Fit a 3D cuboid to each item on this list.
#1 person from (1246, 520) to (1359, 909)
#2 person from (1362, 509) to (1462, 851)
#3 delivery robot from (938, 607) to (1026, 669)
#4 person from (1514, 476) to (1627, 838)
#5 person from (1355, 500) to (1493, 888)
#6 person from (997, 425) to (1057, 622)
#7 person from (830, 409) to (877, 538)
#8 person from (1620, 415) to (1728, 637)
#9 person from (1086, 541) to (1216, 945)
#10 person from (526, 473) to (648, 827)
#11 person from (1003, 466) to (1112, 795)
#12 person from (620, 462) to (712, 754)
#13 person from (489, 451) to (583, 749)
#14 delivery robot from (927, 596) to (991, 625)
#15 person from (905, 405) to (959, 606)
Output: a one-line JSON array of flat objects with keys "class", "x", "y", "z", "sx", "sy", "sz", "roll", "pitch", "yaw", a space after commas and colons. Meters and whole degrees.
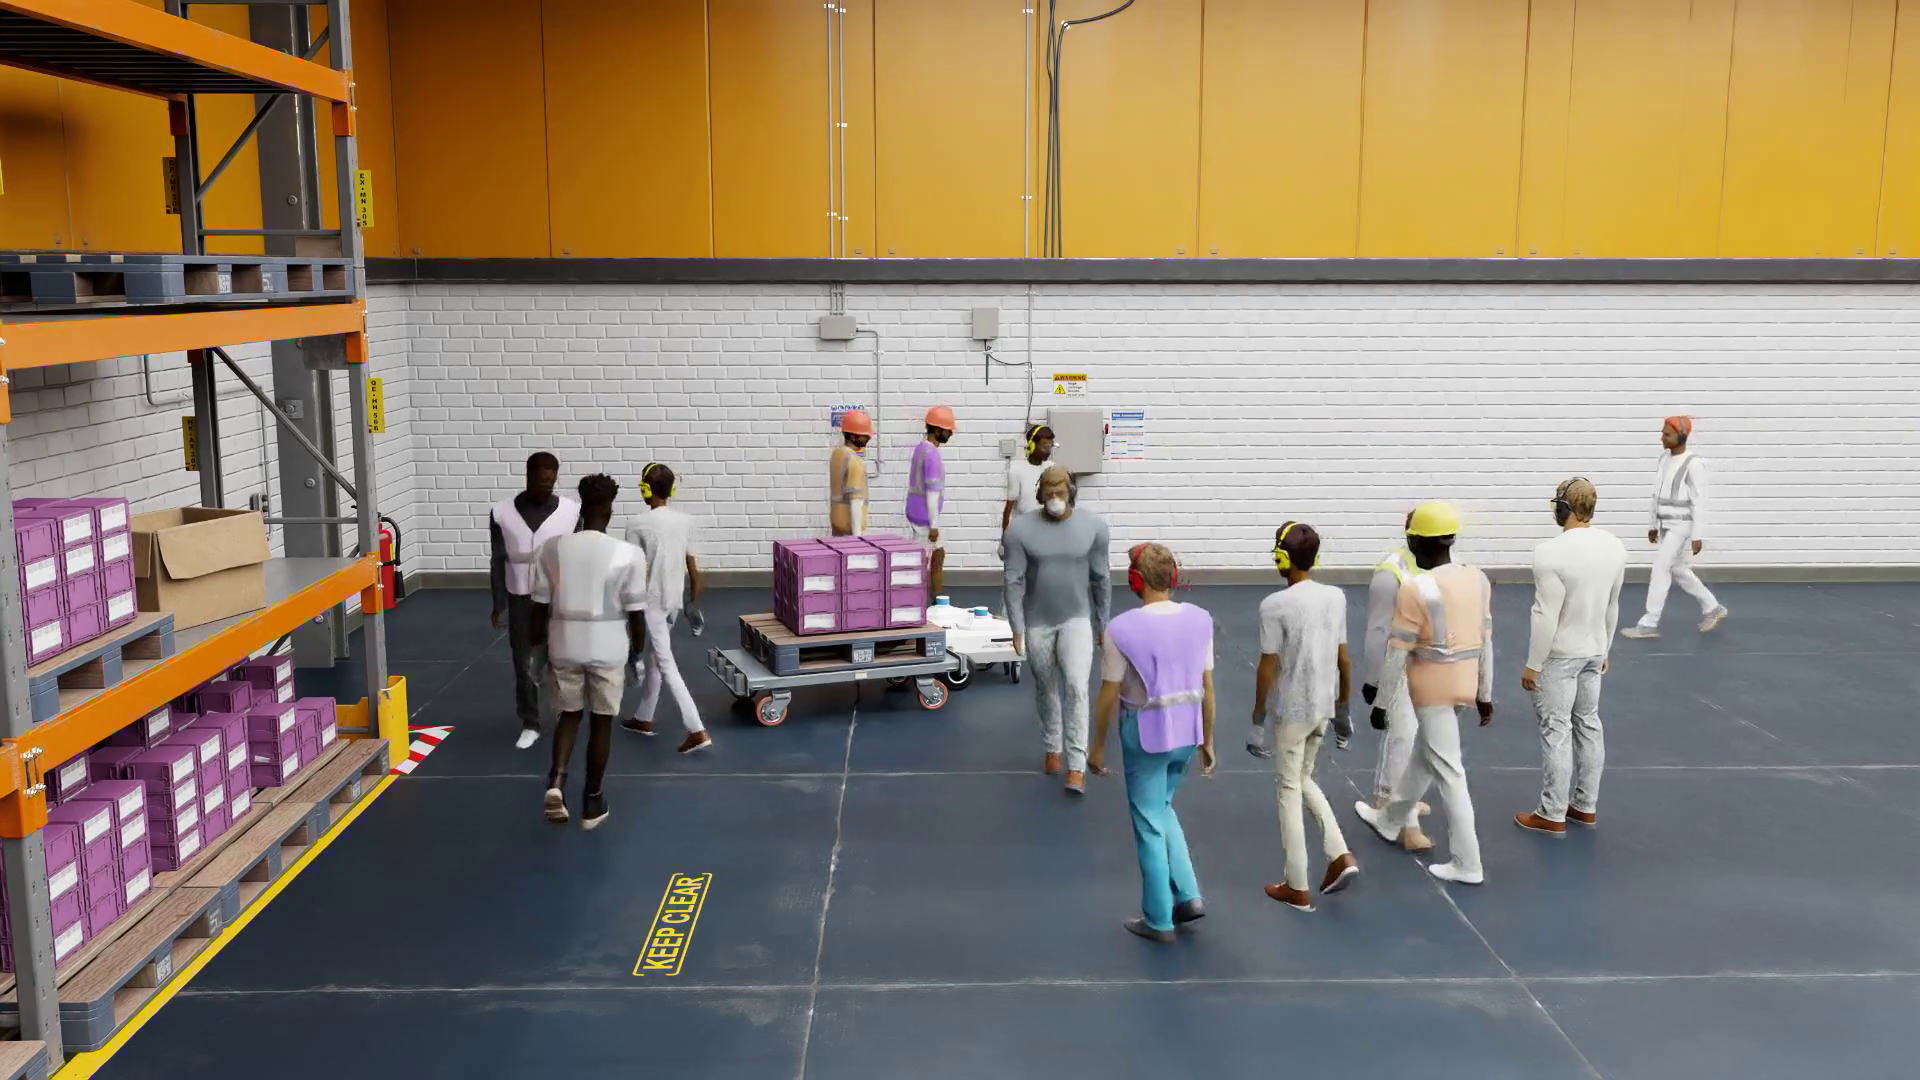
[{"class": "person", "x": 1.628, "y": 0.840, "z": 7.878, "sx": 0.529, "sy": 1.852, "sz": 0.438, "roll": -6, "pitch": 11, "yaw": -33}, {"class": "person", "x": 2.447, "y": 0.705, "z": 8.906, "sx": 0.659, "sy": 1.794, "sz": 0.728, "roll": -7, "pitch": 12, "yaw": -38}, {"class": "delivery robot", "x": 0.156, "y": 0.732, "z": 12.191, "sx": 0.707, "sy": 0.478, "sz": 0.477, "roll": -2, "pitch": 9, "yaw": -13}, {"class": "person", "x": 3.258, "y": 0.624, "z": 8.908, "sx": 0.635, "sy": 1.938, "sz": 0.359, "roll": -5, "pitch": 11, "yaw": -30}, {"class": "person", "x": 2.323, "y": 0.739, "z": 8.384, "sx": 0.611, "sy": 1.877, "sz": 0.965, "roll": -7, "pitch": 11, "yaw": -36}, {"class": "person", "x": 0.566, "y": -0.026, "z": 13.307, "sx": 0.921, "sy": 1.816, "sz": 0.551, "roll": 9, "pitch": 13, "yaw": 42}, {"class": "person", "x": -0.993, "y": -0.138, "z": 13.737, "sx": 0.798, "sy": 1.897, "sz": 0.562, "roll": -5, "pitch": 10, "yaw": -27}, {"class": "person", "x": 5.958, "y": -0.110, "z": 13.696, "sx": 0.897, "sy": 1.858, "sz": 0.592, "roll": -1, "pitch": 9, "yaw": -4}, {"class": "person", "x": 0.875, "y": 0.920, "z": 7.460, "sx": 0.568, "sy": 1.823, "sz": 0.452, "roll": -6, "pitch": 11, "yaw": -34}, {"class": "person", "x": -2.006, "y": 0.612, "z": 8.975, "sx": 0.650, "sy": 1.938, "sz": 0.569, "roll": 1, "pitch": 9, "yaw": 4}, {"class": "person", "x": 0.562, "y": 0.519, "z": 9.670, "sx": 0.635, "sy": 1.890, "sz": 0.978, "roll": 1, "pitch": 9, "yaw": 5}, {"class": "person", "x": -1.882, "y": 0.423, "z": 10.544, "sx": 0.966, "sy": 1.830, "sz": 0.508, "roll": 7, "pitch": 12, "yaw": 38}, {"class": "person", "x": -2.695, "y": 0.370, "z": 10.623, "sx": 0.598, "sy": 1.894, "sz": 0.474, "roll": -1, "pitch": 9, "yaw": -6}, {"class": "delivery robot", "x": -0.132, "y": 0.668, "z": 12.588, "sx": 0.707, "sy": 0.478, "sz": 0.477, "roll": -5, "pitch": 10, "yaw": -28}, {"class": "person", "x": -0.379, "y": -0.214, "z": 14.197, "sx": 0.831, "sy": 1.897, "sz": 0.595, "roll": -2, "pitch": 9, "yaw": -10}]
